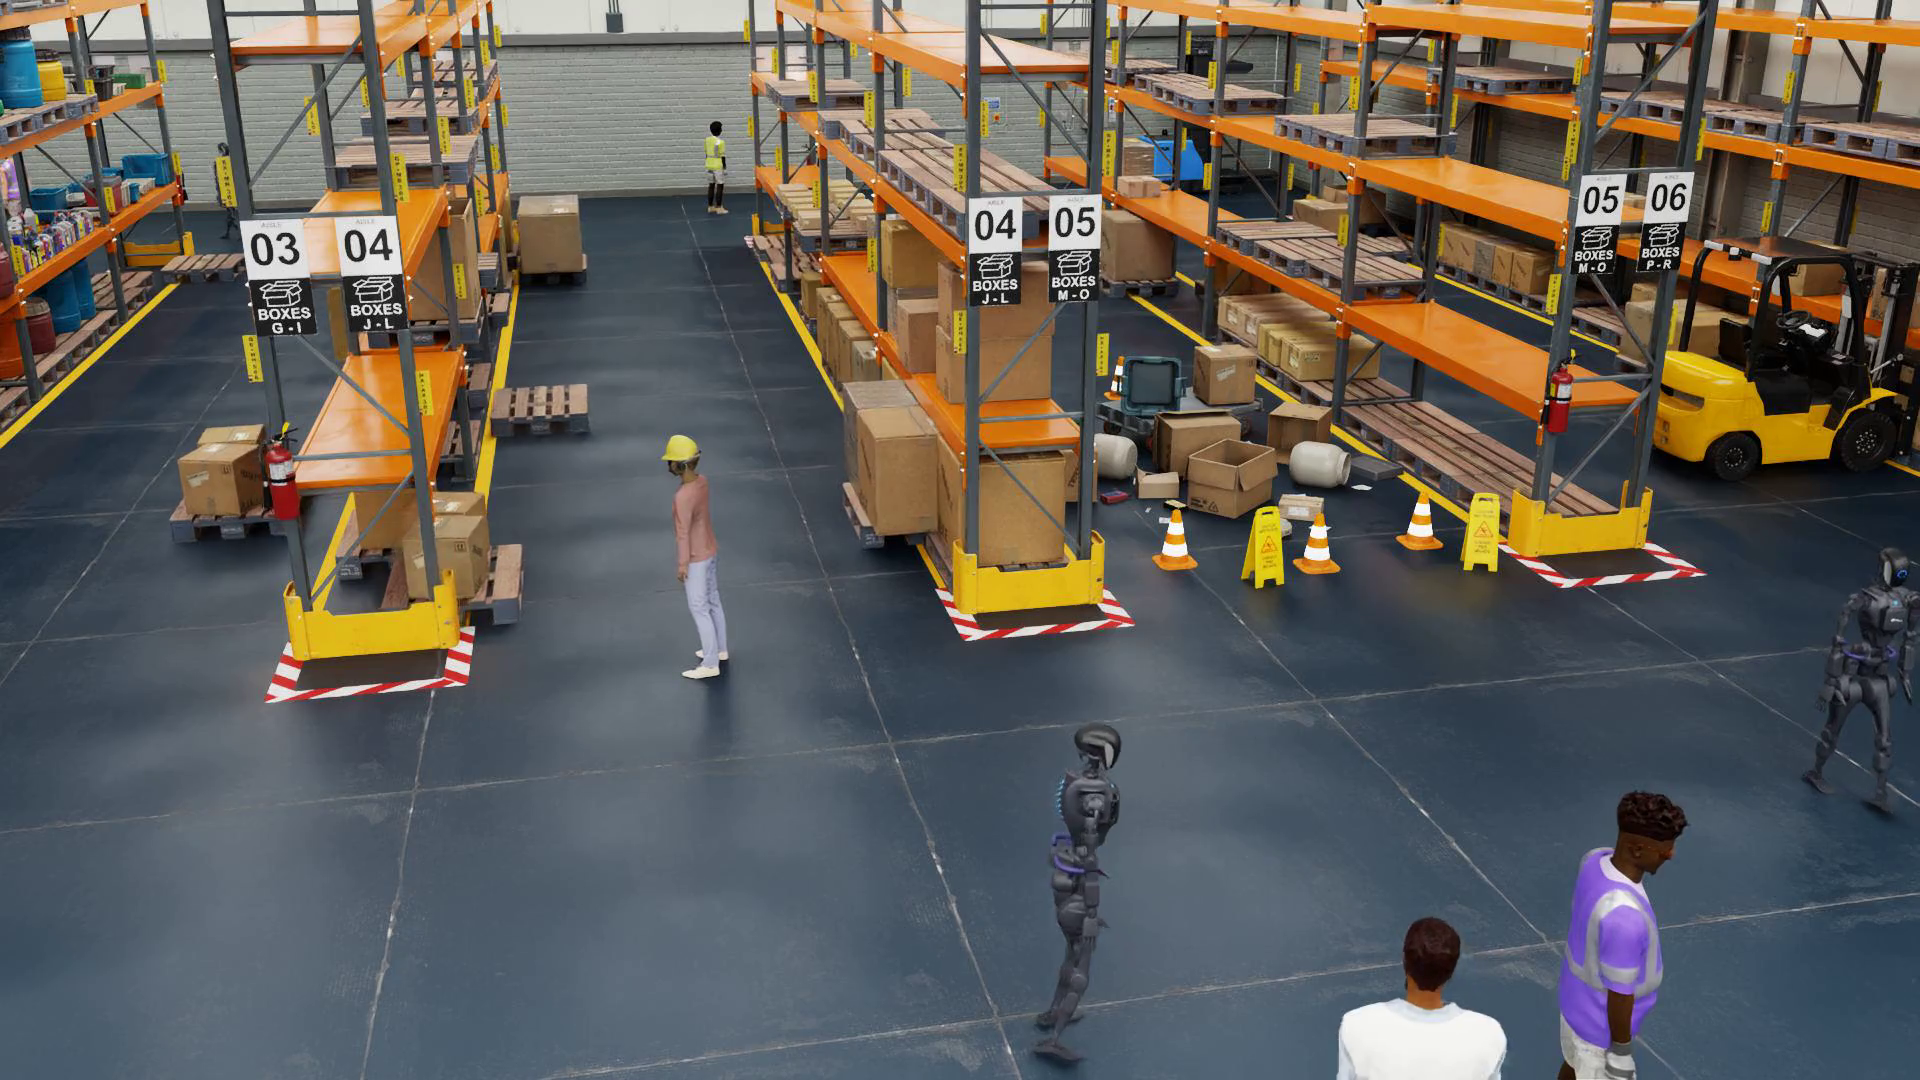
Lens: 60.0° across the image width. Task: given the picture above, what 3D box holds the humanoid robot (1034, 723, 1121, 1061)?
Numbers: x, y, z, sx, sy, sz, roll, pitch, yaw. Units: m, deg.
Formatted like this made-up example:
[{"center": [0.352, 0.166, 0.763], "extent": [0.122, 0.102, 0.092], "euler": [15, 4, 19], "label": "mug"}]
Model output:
[{"center": [0.542, 1.616, 7.849], "extent": [0.392, 1.641, 0.613], "euler": [0, 20, -1], "label": "humanoid robot"}]

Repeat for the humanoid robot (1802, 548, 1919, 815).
[{"center": [5.456, 0.836, 9.943], "extent": [0.604, 1.637, 0.656], "euler": [-3, 21, -9], "label": "humanoid robot"}]

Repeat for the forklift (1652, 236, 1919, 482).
[{"center": [8.013, -1.814, 16.330], "extent": [2.313, 2.155, 1.214], "euler": [-4, 21, -12], "label": "forklift"}]

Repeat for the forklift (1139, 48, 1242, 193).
[{"center": [4.566, -8.313, 32.860], "extent": [1.873, 2.768, 1.129], "euler": [-4, 21, -12], "label": "forklift"}]

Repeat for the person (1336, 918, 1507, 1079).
[{"center": [1.616, 2.201, 6.004], "extent": [0.591, 1.854, 1.033], "euler": [2, 20, 6], "label": "person"}]

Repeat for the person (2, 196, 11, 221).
[{"center": [-13.724, -4.330, 23.698], "extent": [0.529, 1.764, 0.818], "euler": [-19, 27, -41], "label": "person"}]

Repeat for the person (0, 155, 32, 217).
[{"center": [-15.372, -5.566, 27.156], "extent": [0.352, 1.688, 0.489], "euler": [11, 23, 27], "label": "person"}]

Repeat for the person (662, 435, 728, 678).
[{"center": [-1.890, 0.106, 11.791], "extent": [0.376, 1.755, 0.537], "euler": [3, 21, 7], "label": "person"}]

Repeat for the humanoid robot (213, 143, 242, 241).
[{"center": [-12.259, -5.859, 28.001], "extent": [0.765, 1.630, 0.600], "euler": [7, 22, 18], "label": "humanoid robot"}]

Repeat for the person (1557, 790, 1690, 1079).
[{"center": [2.603, 1.891, 6.686], "extent": [0.381, 1.958, 0.600], "euler": [3, 21, 8], "label": "person"}]

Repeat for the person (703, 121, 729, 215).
[{"center": [-4.483, -6.841, 30.588], "extent": [0.537, 1.686, 0.321], "euler": [17, 26, 38], "label": "person"}]
